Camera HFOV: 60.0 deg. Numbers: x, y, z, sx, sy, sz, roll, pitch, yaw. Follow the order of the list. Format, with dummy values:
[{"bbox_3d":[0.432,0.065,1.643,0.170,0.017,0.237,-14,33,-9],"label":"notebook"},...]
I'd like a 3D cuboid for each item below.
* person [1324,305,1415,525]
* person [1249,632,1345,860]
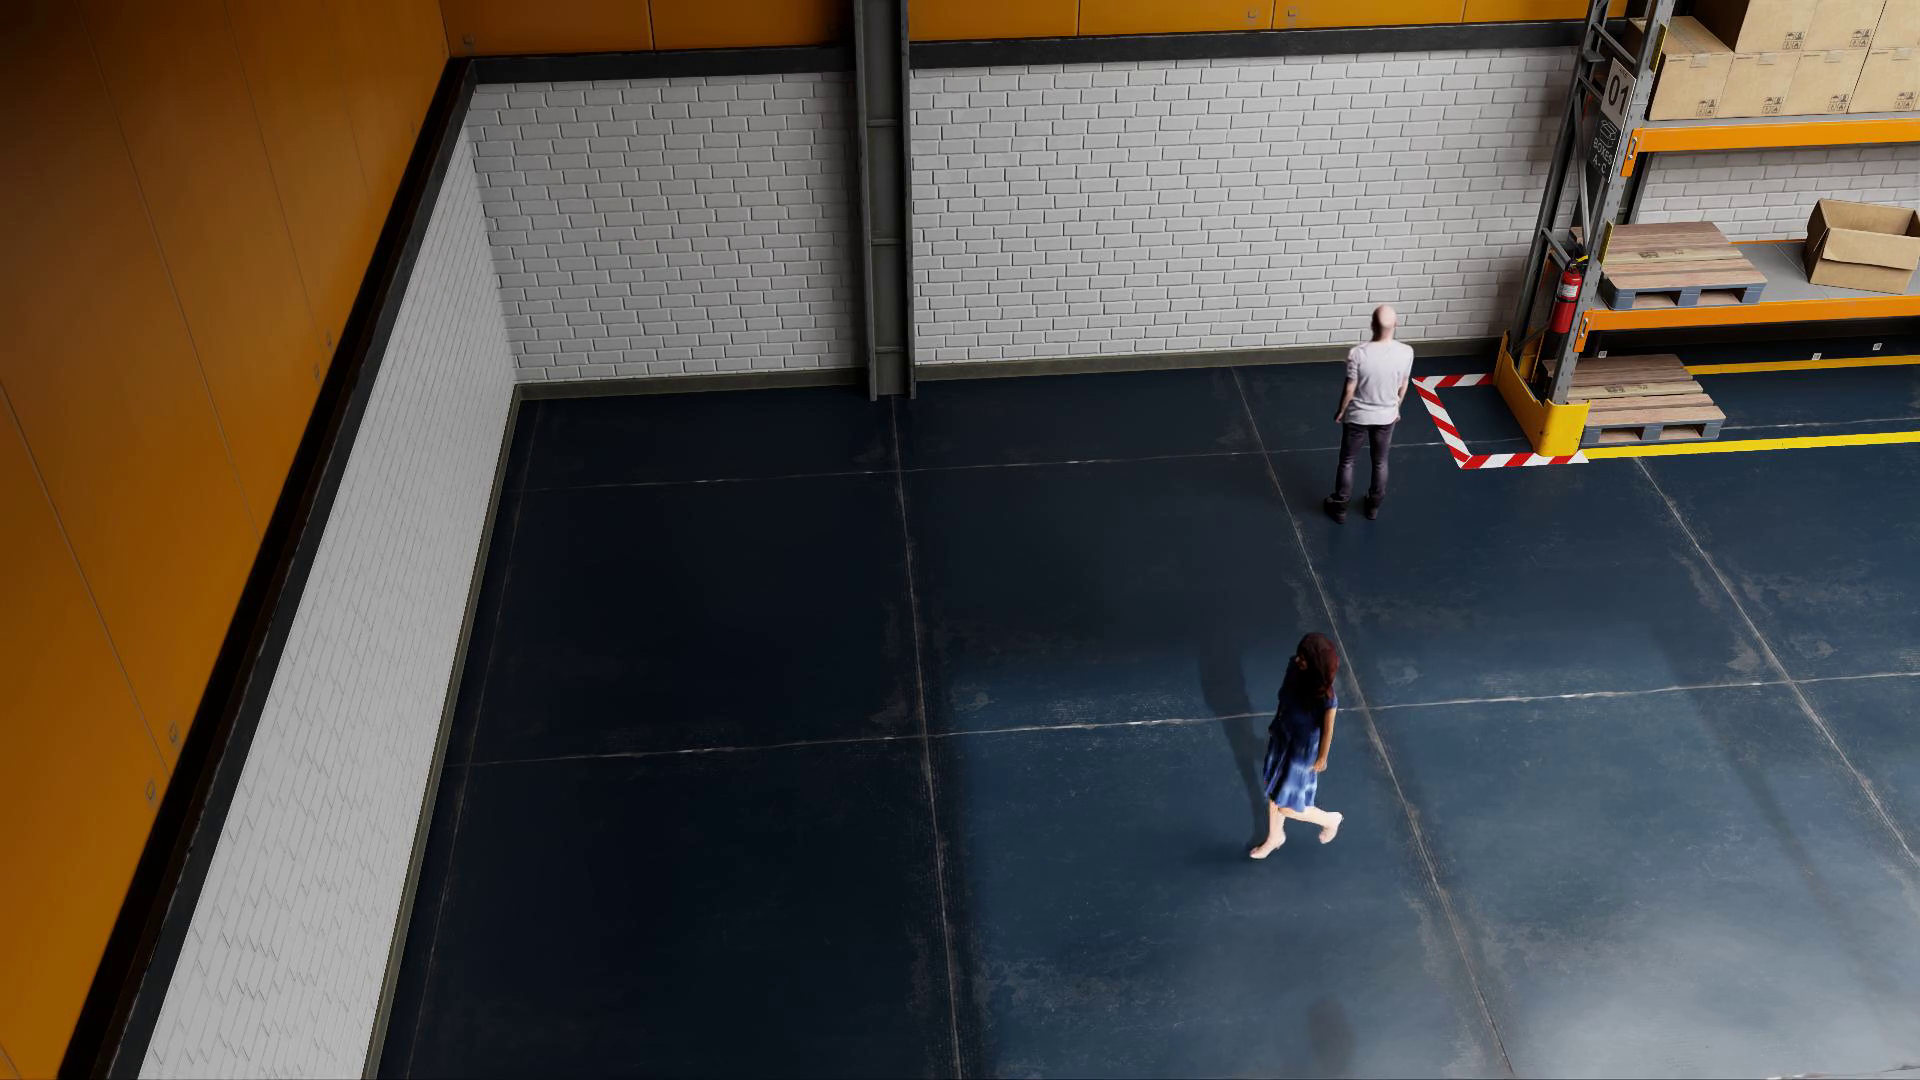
[{"bbox_3d":[3.057,-0.930,12.416,0.498,1.835,0.704,-3,39,-4],"label":"person"},{"bbox_3d":[2.030,1.230,9.747,0.865,1.790,0.726,-10,40,-13],"label":"person"}]
